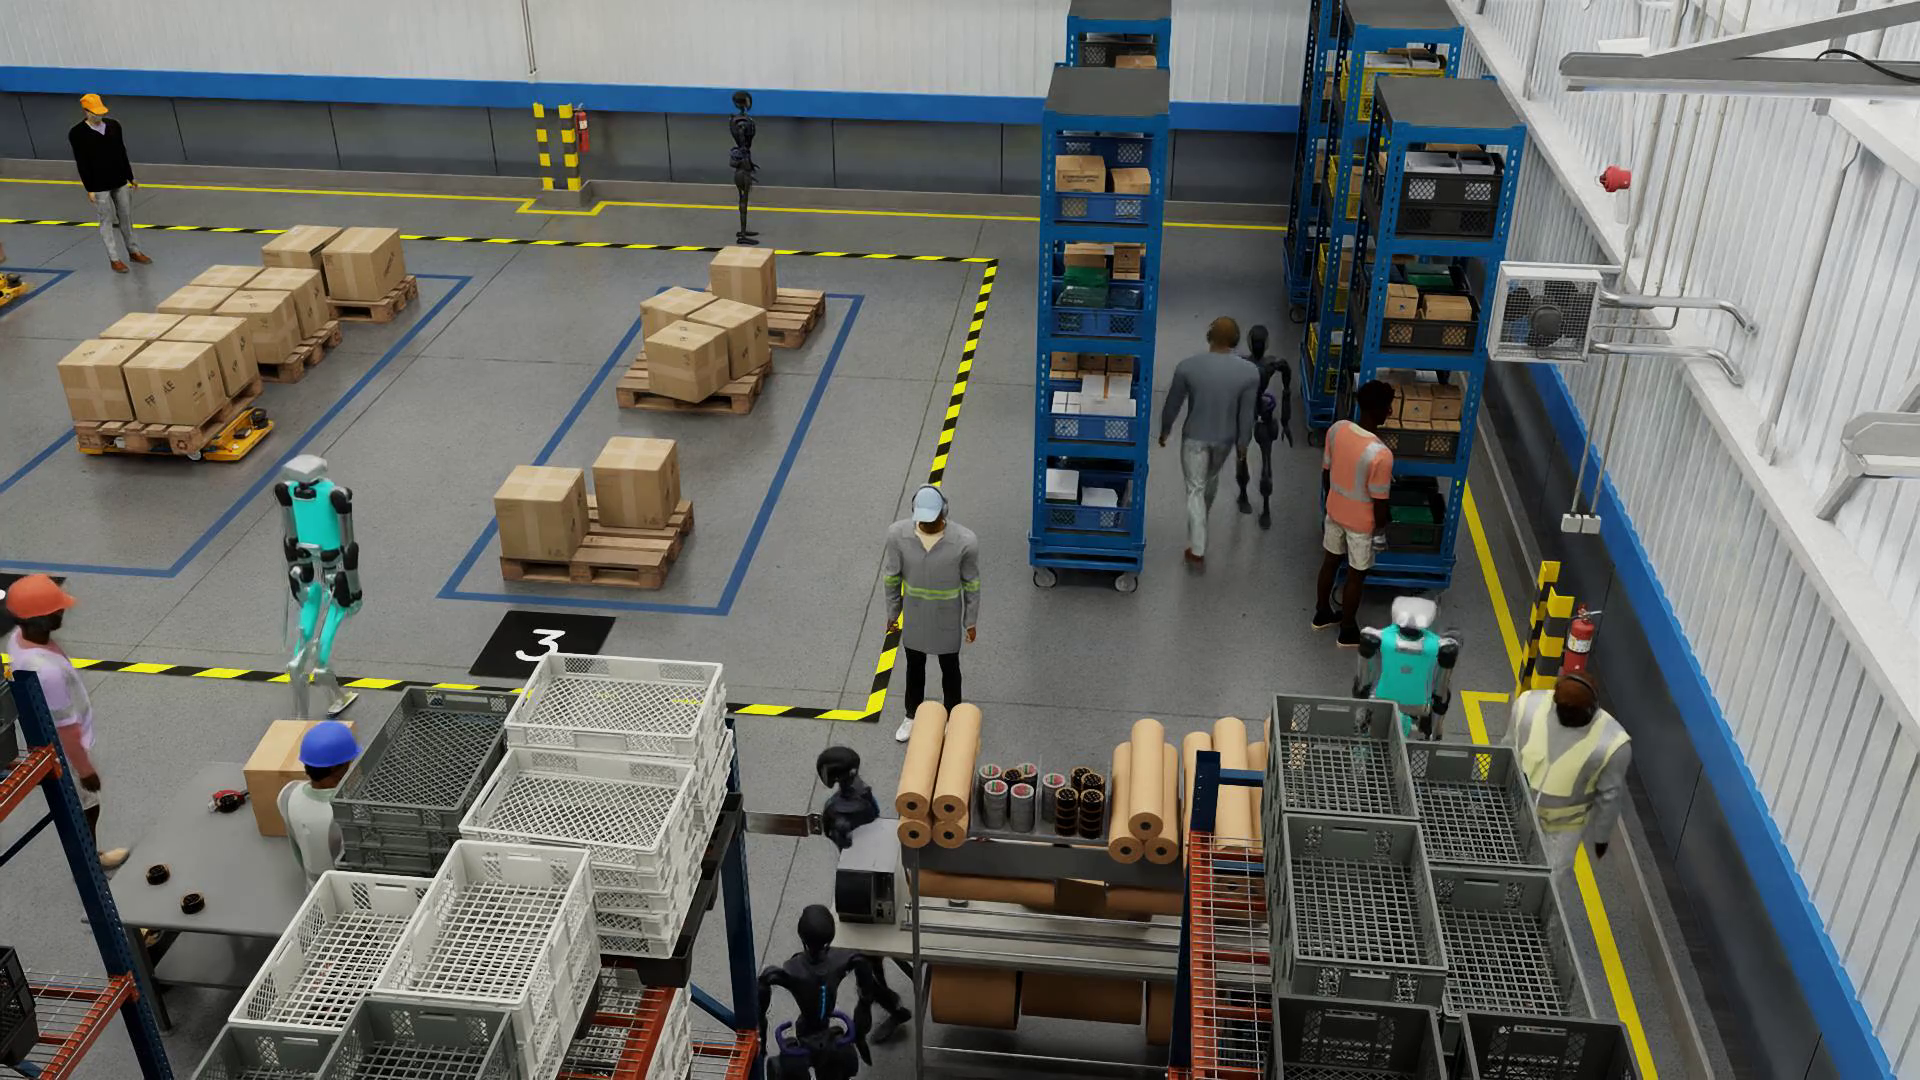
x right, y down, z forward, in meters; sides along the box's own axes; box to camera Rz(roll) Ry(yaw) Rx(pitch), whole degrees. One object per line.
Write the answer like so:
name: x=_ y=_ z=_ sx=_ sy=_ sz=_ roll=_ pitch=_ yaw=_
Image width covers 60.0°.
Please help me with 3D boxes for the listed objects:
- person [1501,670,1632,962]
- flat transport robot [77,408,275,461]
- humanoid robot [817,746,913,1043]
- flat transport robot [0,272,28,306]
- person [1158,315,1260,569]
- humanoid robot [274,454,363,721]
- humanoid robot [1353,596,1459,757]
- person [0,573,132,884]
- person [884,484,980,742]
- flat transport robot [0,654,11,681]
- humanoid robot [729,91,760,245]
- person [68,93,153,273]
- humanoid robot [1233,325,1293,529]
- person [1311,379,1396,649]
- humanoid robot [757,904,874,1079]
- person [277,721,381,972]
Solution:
person: x=3.097 y=1.415 z=8.698 sx=0.655 sy=1.822 sz=0.435 roll=20 pitch=36 yaw=30
flat transport robot: x=-6.728 y=-0.944 z=14.268 sx=1.431 sy=0.197 sz=0.652 roll=3 pitch=30 yaw=6
humanoid robot: x=-0.453 y=1.735 z=8.296 sx=0.462 sy=1.636 sz=0.609 roll=0 pitch=30 yaw=0
flat transport robot: x=-10.448 y=-2.573 z=17.065 sx=1.431 sy=0.197 sz=0.652 roll=3 pitch=30 yaw=6
person: x=1.850 y=-0.785 z=12.427 sx=0.665 sy=1.876 sz=1.049 roll=-1 pitch=30 yaw=-2
humanoid robot: x=-4.131 y=0.439 z=10.570 sx=0.546 sy=1.879 sz=0.792 roll=9 pitch=31 yaw=15
humanoid robot: x=2.523 y=0.949 z=9.574 sx=0.534 sy=1.745 sz=0.942 roll=8 pitch=31 yaw=14
person: x=-4.841 y=1.083 z=9.067 sx=0.417 sy=2.032 sz=0.610 roll=-20 pitch=36 yaw=-30
person: x=-0.183 y=0.473 z=10.288 sx=0.598 sy=1.850 sz=0.394 roll=6 pitch=31 yaw=10
flat transport robot: x=-7.142 y=0.969 z=11.010 sx=1.431 sy=0.231 sz=0.659 roll=3 pitch=30 yaw=6
humanoid robot: x=-2.373 y=-4.120 z=18.337 sx=0.315 sy=1.655 sz=0.599 roll=-2 pitch=30 yaw=-3
person: x=-8.977 y=-3.777 z=17.561 sx=0.381 sy=1.879 sz=0.585 roll=17 pitch=34 yaw=26
humanoid robot: x=2.283 y=-0.892 z=12.817 sx=0.602 sy=1.636 sz=0.571 roll=1 pitch=30 yaw=2
person: x=2.691 y=-0.179 z=11.295 sx=0.361 sy=1.963 sz=0.612 roll=-15 pitch=33 yaw=-23
humanoid robot: x=-0.658 y=2.296 z=7.372 sx=0.604 sy=1.656 sz=0.521 roll=-12 pitch=32 yaw=-20
person: x=-2.928 y=1.716 z=8.068 sx=0.602 sy=1.937 sz=0.399 roll=16 pitch=34 yaw=26
